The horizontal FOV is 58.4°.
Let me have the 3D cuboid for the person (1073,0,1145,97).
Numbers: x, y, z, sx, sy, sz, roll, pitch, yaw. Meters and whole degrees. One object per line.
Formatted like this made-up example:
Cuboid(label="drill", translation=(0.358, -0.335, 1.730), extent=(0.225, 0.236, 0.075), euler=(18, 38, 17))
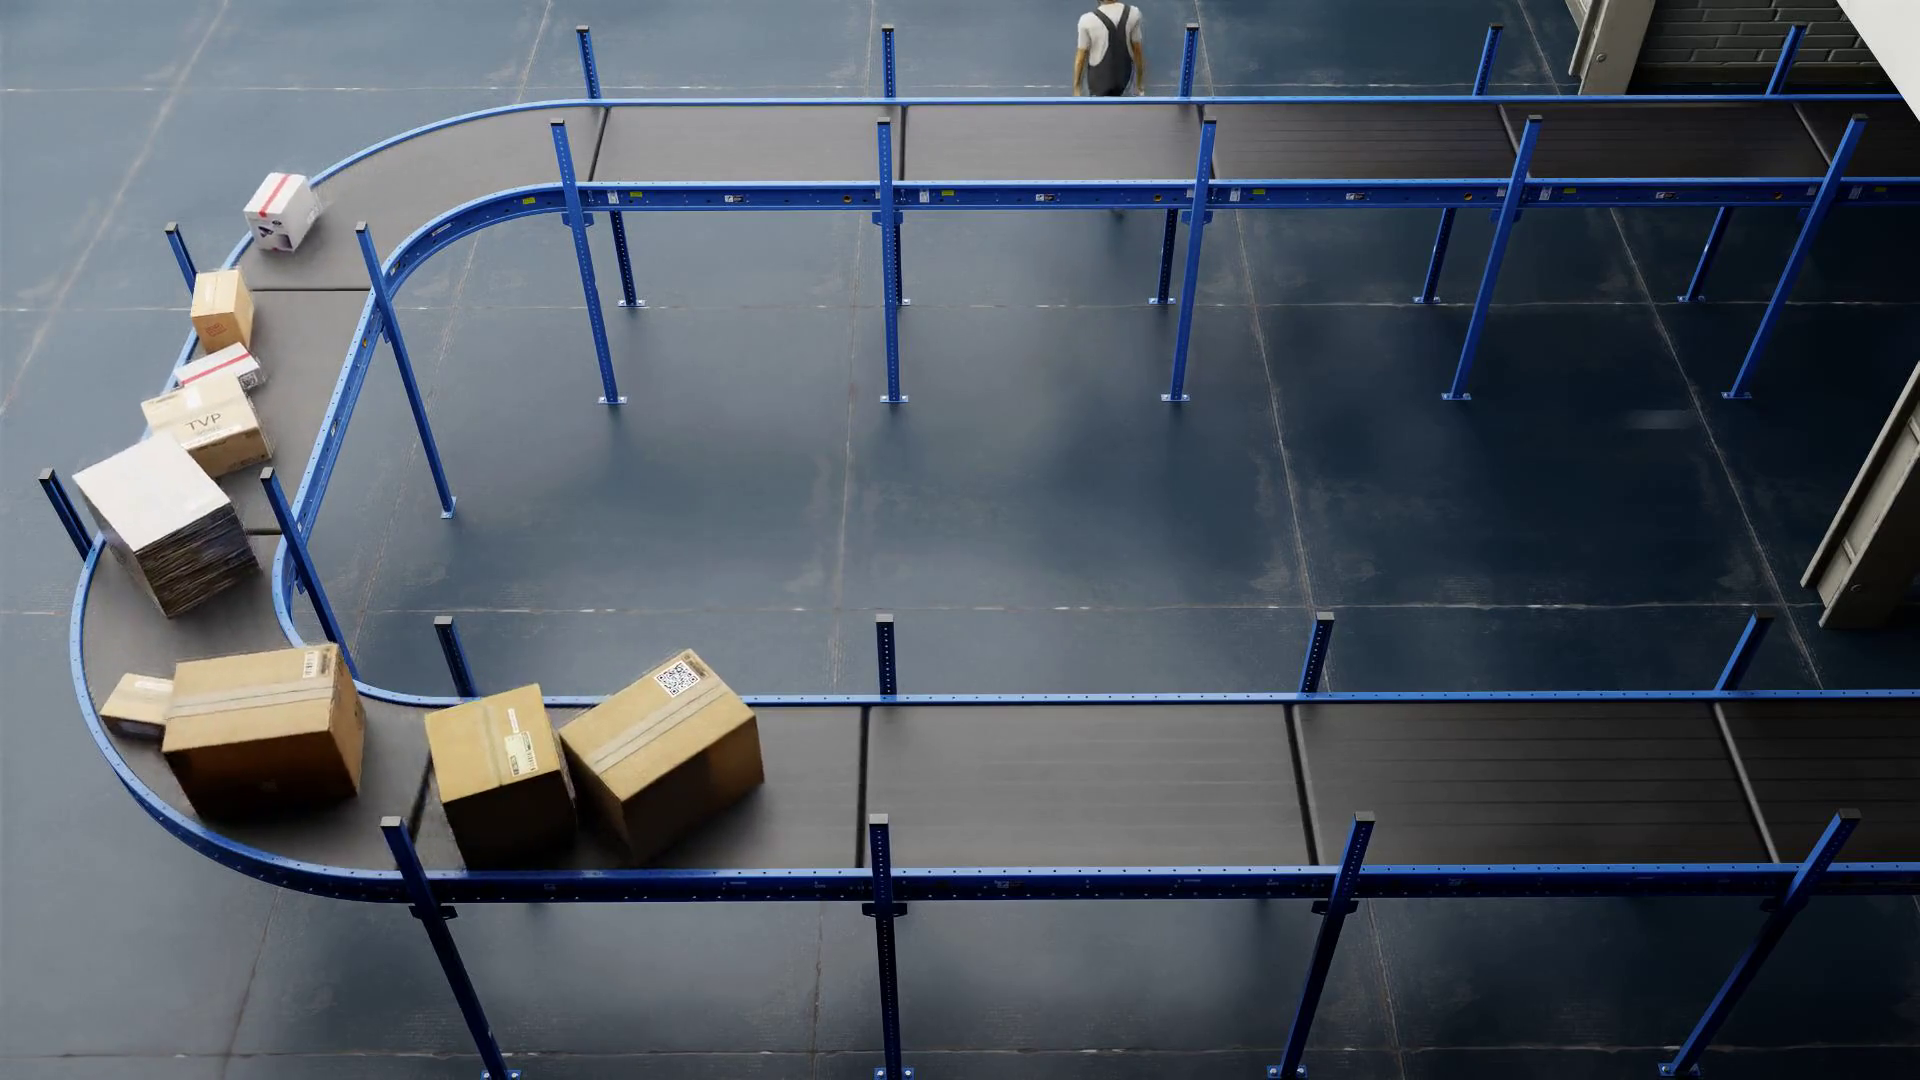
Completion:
Cuboid(label="person", translation=(1.184, -3.554, 13.377), extent=(0.564, 1.795, 0.978), euler=(-18, 50, -16))
